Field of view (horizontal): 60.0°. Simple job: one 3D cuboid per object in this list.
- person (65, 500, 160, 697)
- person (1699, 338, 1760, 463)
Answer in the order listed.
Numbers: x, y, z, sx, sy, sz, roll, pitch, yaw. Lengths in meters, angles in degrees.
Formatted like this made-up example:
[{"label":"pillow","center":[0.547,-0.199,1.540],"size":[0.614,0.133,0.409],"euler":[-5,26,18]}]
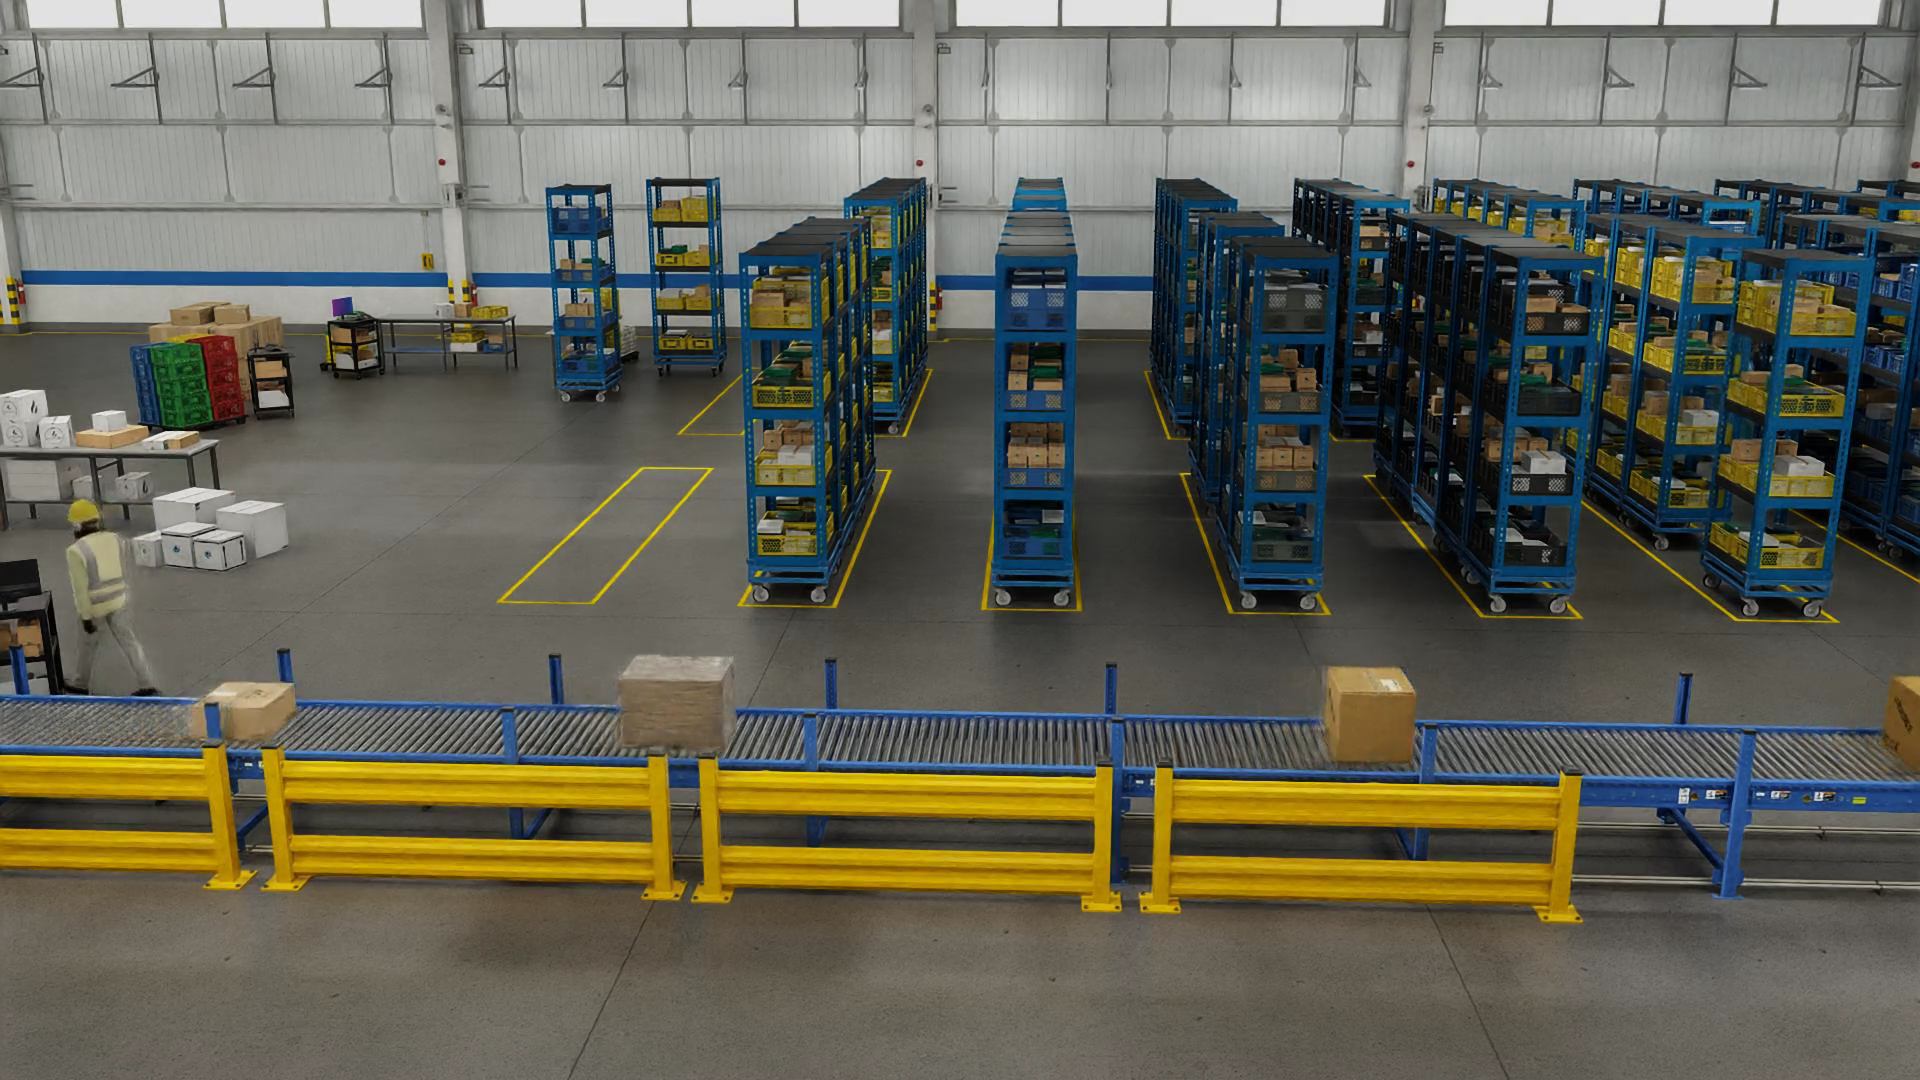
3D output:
[{"label":"person","center":[-7.339,0.525,14.225],"size":[0.945,1.781,0.611],"euler":[5,16,19]},{"label":"person","center":[10.945,-1.954,23.384],"size":[0.955,1.803,0.583],"euler":[2,15,8]}]
